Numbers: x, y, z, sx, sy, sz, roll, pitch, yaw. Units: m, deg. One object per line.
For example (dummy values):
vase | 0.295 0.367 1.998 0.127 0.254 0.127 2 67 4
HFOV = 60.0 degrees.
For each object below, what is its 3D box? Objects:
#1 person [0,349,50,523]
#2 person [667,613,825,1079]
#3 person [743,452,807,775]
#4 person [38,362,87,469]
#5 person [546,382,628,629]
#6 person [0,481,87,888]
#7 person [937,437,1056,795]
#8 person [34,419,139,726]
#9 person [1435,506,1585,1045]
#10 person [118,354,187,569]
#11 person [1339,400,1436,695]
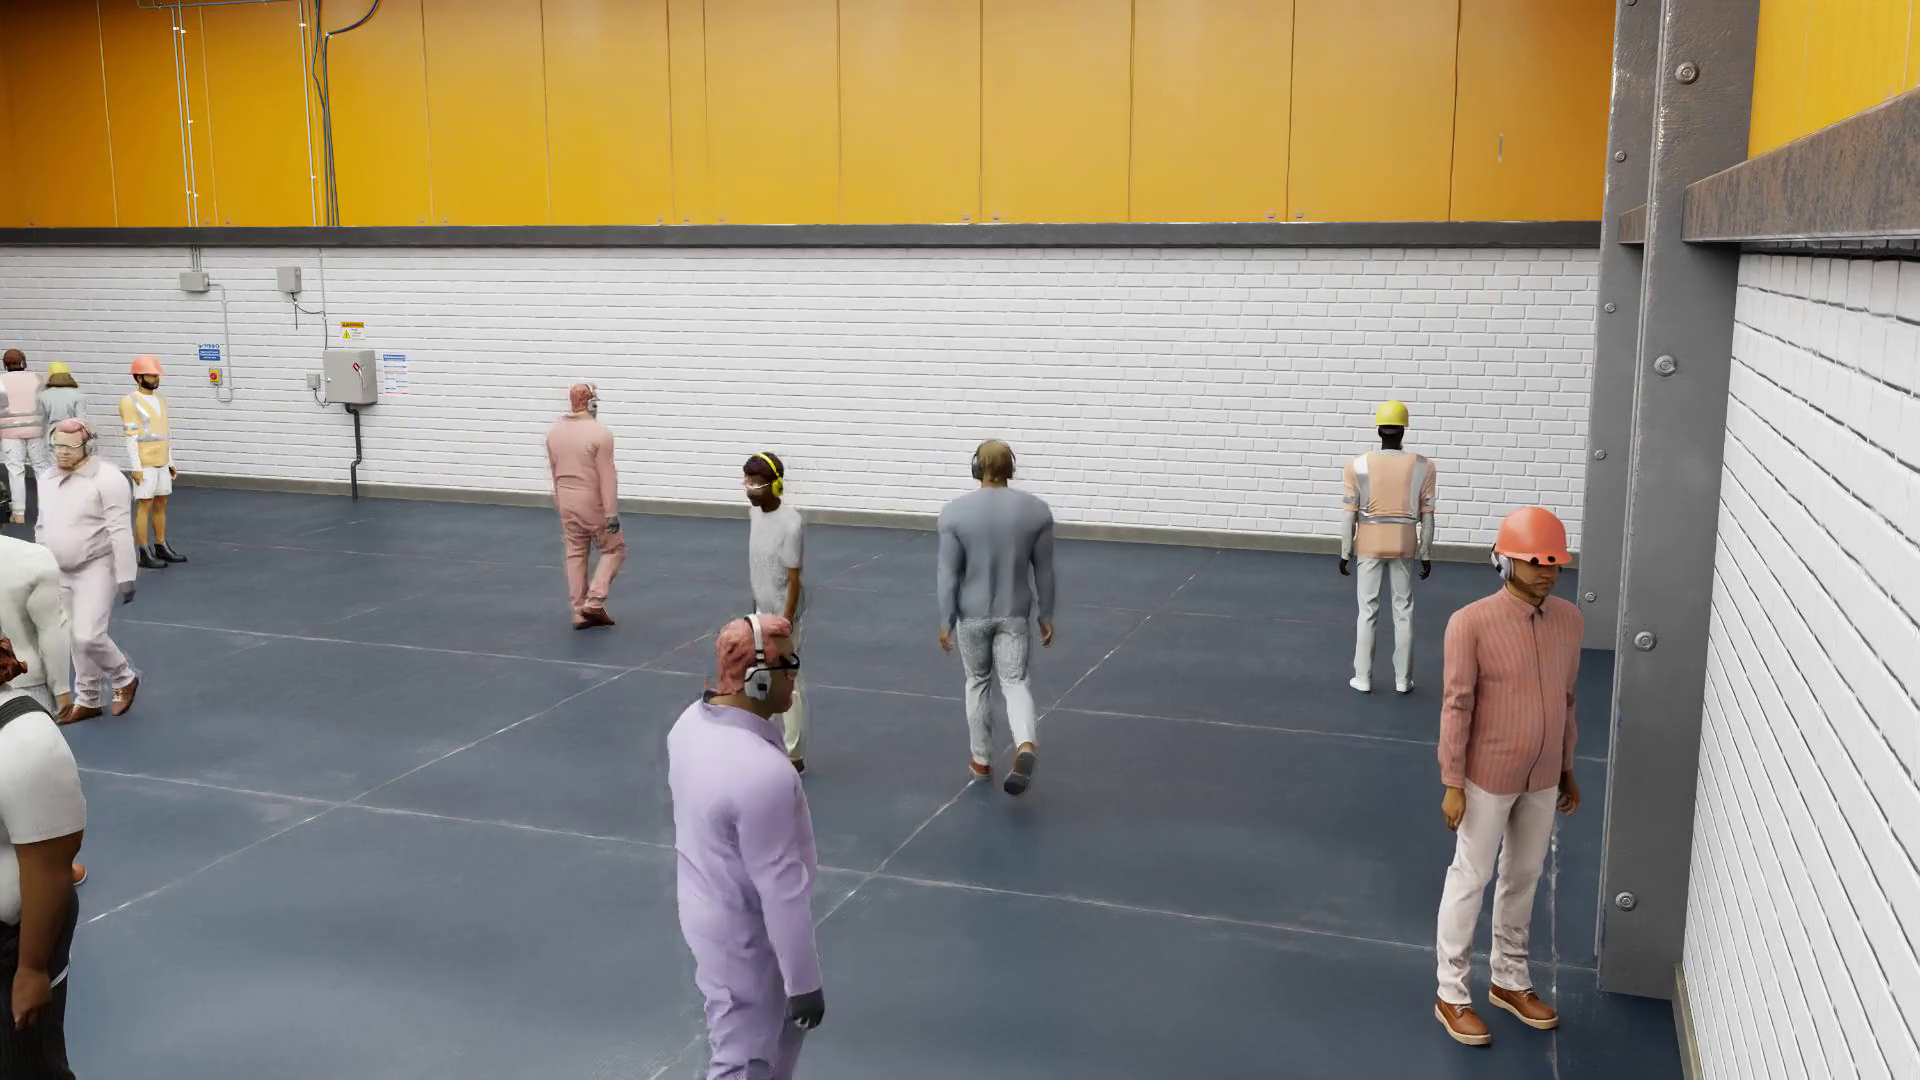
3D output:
person | -9.903 -1.097 17.576 0.619 1.840 0.430 -8 13 -37
person | -0.559 1.139 4.817 0.560 1.888 0.682 -5 11 -24
person | -1.025 0.426 8.967 0.495 1.843 0.570 -8 13 -36
person | -9.498 -1.038 17.664 0.489 1.685 0.867 -3 10 -16
person | -2.818 -0.253 12.652 0.676 1.891 0.429 6 12 30
person | -4.265 0.663 7.376 0.629 1.940 0.379 -1 10 -8
person | 0.211 0.420 8.859 0.645 1.914 0.817 -1 10 -7
person | -5.327 0.207 10.074 0.709 1.891 0.416 4 11 20
person | 2.039 0.857 6.122 0.621 1.992 0.397 -4 11 -23
person | -7.350 -0.718 15.144 0.349 1.942 0.545 2 10 10
person | 2.779 0.052 10.848 0.595 1.923 0.373 1 10 7
